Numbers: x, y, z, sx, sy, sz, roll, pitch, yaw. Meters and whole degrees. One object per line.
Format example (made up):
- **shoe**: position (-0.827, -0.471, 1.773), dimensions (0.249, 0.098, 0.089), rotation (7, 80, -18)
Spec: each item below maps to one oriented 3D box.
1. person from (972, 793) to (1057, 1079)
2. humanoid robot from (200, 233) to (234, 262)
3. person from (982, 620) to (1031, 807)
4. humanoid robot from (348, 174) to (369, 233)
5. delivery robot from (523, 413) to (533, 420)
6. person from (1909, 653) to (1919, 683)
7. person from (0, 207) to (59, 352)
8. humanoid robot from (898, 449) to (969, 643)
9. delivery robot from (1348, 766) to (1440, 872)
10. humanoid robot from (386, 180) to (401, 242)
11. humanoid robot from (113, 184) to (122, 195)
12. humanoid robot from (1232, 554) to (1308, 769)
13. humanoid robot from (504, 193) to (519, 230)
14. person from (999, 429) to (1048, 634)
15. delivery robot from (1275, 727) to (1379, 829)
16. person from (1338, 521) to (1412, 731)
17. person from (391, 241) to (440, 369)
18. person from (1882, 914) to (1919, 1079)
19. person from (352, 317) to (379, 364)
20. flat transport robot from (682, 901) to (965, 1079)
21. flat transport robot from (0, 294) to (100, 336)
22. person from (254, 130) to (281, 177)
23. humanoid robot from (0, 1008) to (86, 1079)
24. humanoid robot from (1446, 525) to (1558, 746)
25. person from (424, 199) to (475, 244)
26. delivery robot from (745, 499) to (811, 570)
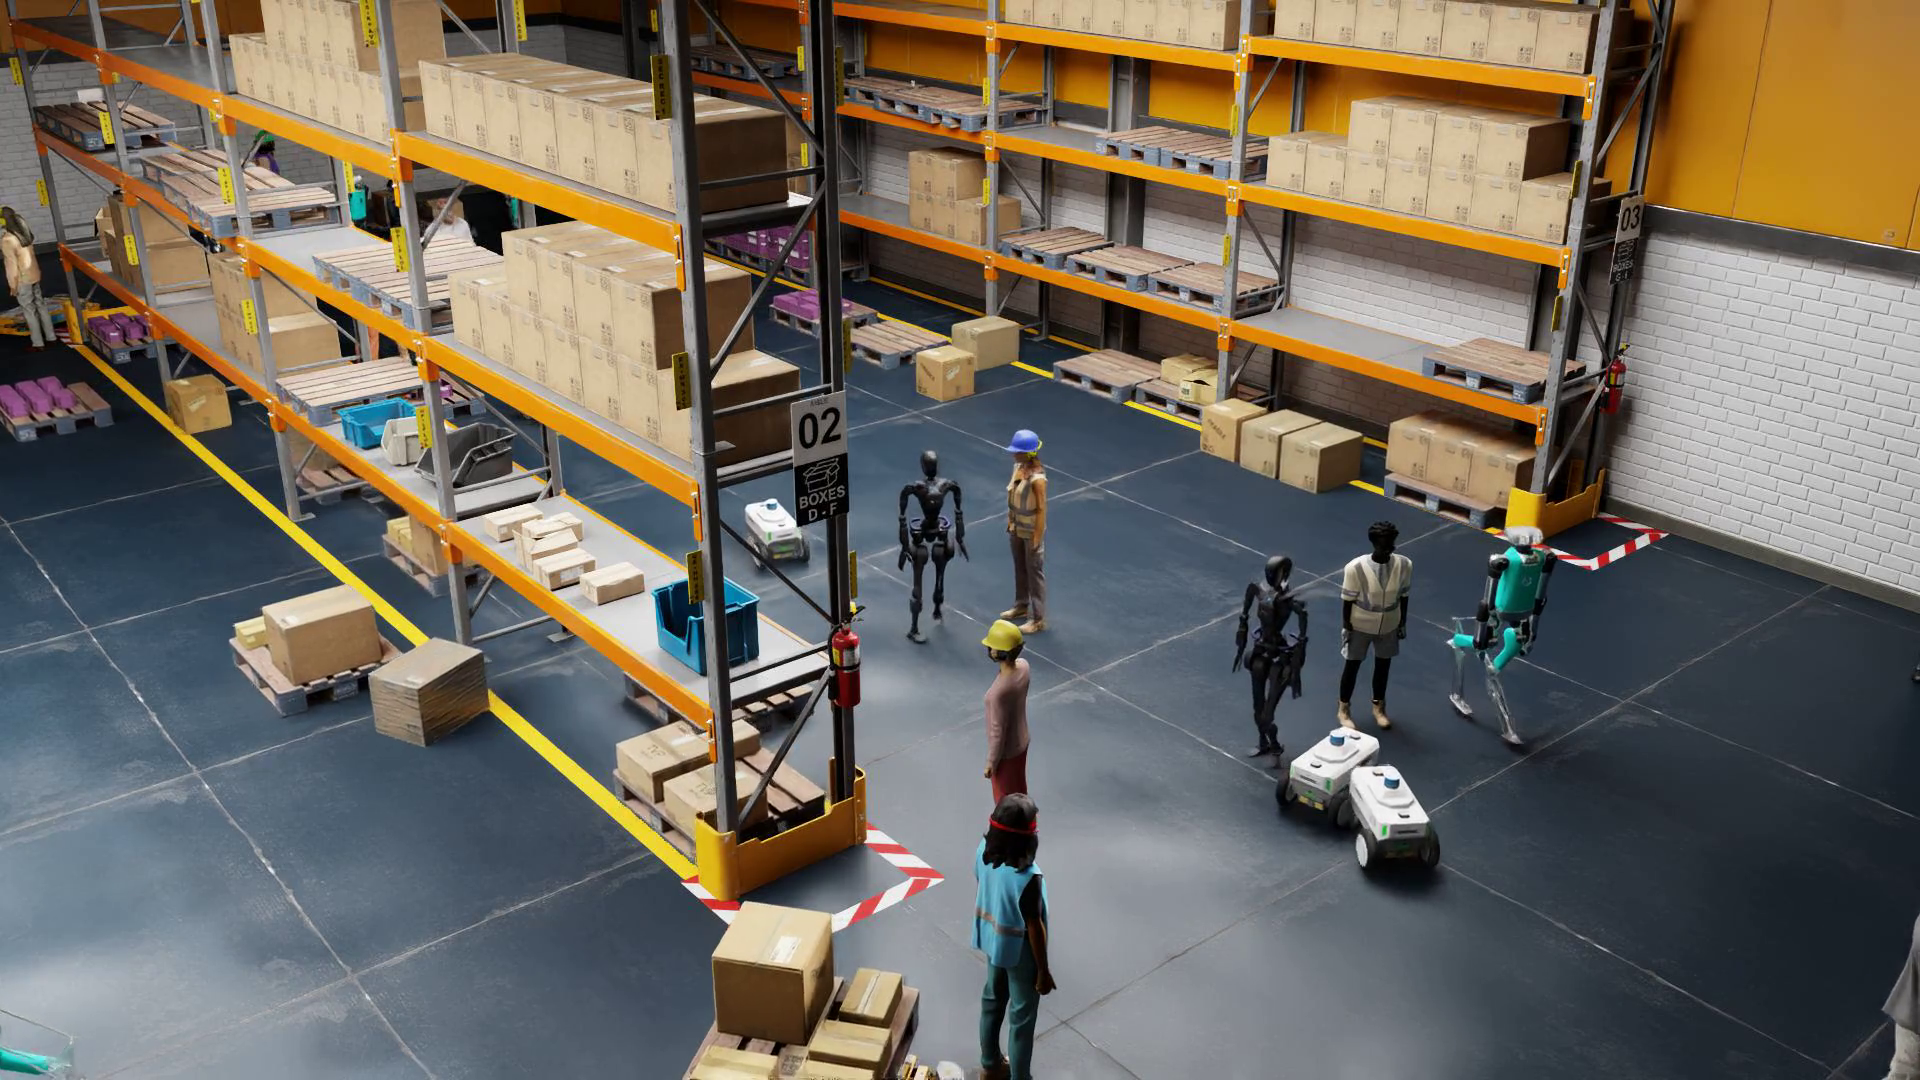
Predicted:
- **person**: position (0.278, 2.144, 8.665), dimensions (0.385, 1.865, 0.538), rotation (-16, 28, -33)
- **humanoid robot**: position (-9.952, -3.842, 22.675), dimensions (0.530, 1.789, 0.675), rotation (-21, 31, -39)
- **person**: position (0.284, 1.324, 10.689), dimensions (0.312, 1.768, 0.525), rotation (8, 25, 19)
- **humanoid robot**: position (-8.874, -4.425, 24.046), dimensions (1.033, 1.728, 0.539), rotation (7, 24, 15)
- **delivery robot**: position (-4.626, -1.591, 18.989), dimensions (0.796, 0.612, 0.499), rotation (14, 27, 30)
- **person**: position (7.810, 0.259, 12.962), dimensions (0.547, 1.926, 0.379), rotation (15, 27, 30)
- **person**: position (-12.051, -3.359, 21.419), dimensions (0.392, 1.869, 0.553), rotation (1, 23, 3)
- **humanoid robot**: position (-0.219, 0.028, 13.850), dimensions (0.601, 1.642, 0.568), rotation (-6, 24, -13)
- **delivery robot**: position (2.847, 1.820, 11.057), dimensions (0.499, 0.586, 0.780), rotation (-2, 23, -5)
- **humanoid robot**: position (-8.063, -4.386, 24.020), dimensions (0.364, 1.655, 0.613), rotation (-18, 29, -36)
- **humanoid robot**: position (-12.219, -4.617, 24.598), dimensions (0.621, 1.643, 0.609), rotation (9, 25, 20)
- **humanoid robot**: position (2.220, 0.847, 11.904), dimensions (0.589, 1.645, 0.356), rotation (20, 30, 38)
- **humanoid robot**: position (-7.206, -5.609, 26.848), dimensions (0.530, 1.778, 1.037), rotation (-16, 28, -32)
- **person**: position (0.535, -0.079, 13.923), dimensions (0.325, 1.775, 0.479), rotation (-12, 26, -26)
- **delivery robot**: position (2.575, 1.608, 11.559), dimensions (0.525, 0.594, 0.766), rotation (20, 31, 39)
- **person**: position (3.075, 0.633, 12.384), dimensions (0.532, 1.691, 0.320), rotation (-3, 24, -7)
- **person**: position (-6.777, -2.903, 20.513), dimensions (0.621, 1.730, 0.574), rotation (16, 28, 33)
- **person**: position (4.749, 2.362, 8.151), dimensions (0.813, 1.871, 0.561), rotation (15, 27, 30)
- **person**: position (-7.197, -2.751, 20.138), dimensions (0.501, 1.759, 0.339), rotation (14, 27, 29)
- **flat transport robot**: position (-0.741, 2.956, 8.799), dimensions (1.431, 0.231, 0.659), rotation (5, 24, 12)
- **flat transport robot**: position (-12.561, -3.082, 22.779), dimensions (0.659, 0.231, 1.431), rotation (5, 24, 12)
- **person**: position (-10.817, -5.571, 26.499), dimensions (0.918, 1.890, 0.567), rotation (-4, 24, -10)
- **humanoid robot**: position (-4.588, 2.456, 8.076), dimensions (0.728, 1.767, 0.535), rotation (-10, 25, -21)
- **humanoid robot**: position (3.952, 0.635, 12.360), dimensions (0.548, 1.757, 1.018), rotation (-6, 24, -15)
- **person**: position (-6.674, -3.581, 21.927), dimensions (0.982, 1.858, 0.645), rotation (17, 29, 34)
- **delivery robot**: position (-1.731, -0.070, 15.468), dimensions (0.499, 0.613, 0.814), rotation (-10, 25, -23)
